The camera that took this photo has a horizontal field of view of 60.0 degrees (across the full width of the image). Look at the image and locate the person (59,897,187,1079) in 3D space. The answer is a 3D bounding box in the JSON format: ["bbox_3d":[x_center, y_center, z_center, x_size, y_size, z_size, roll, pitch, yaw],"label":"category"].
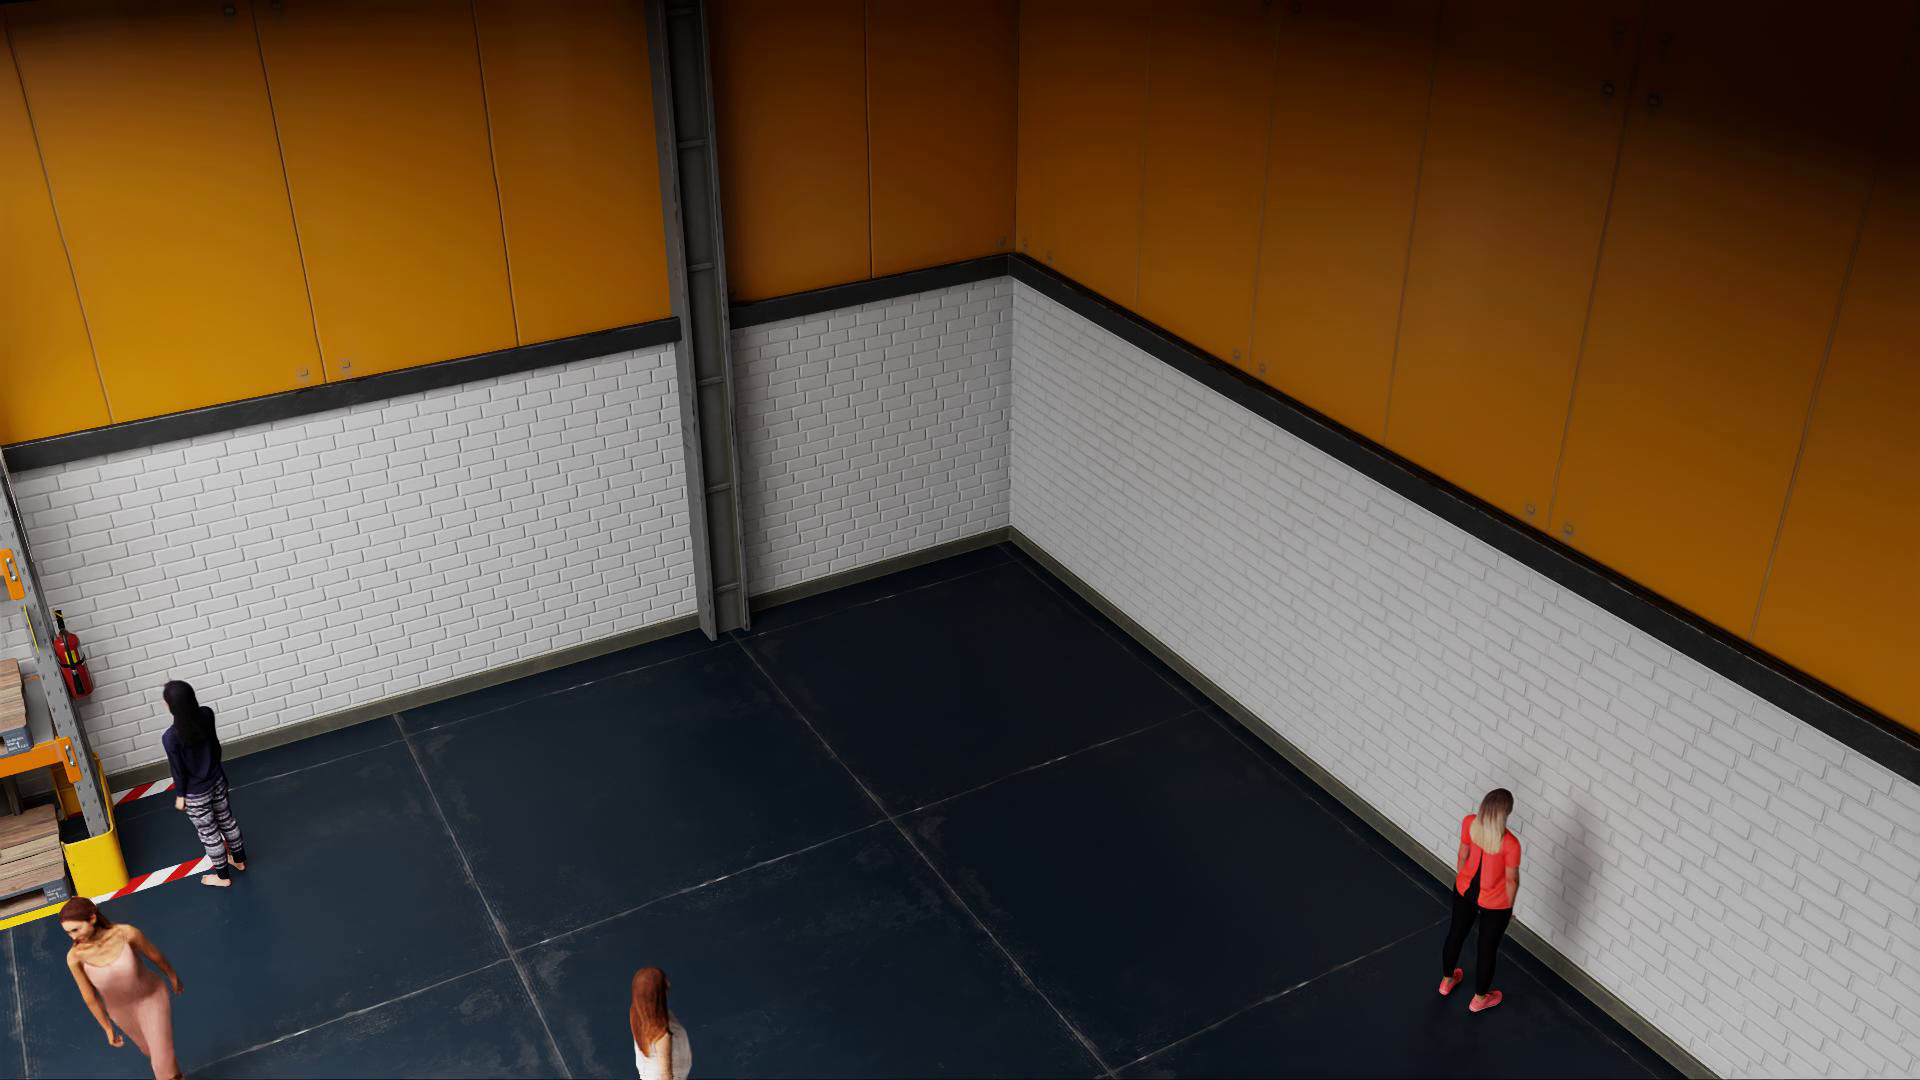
[{"bbox_3d":[-4.907,2.744,9.980,0.875,1.783,0.815,-15,32,-26],"label":"person"}]

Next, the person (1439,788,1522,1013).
[{"bbox_3d":[3.399,2.325,10.844,0.576,1.693,0.620,-21,35,-33],"label":"person"}]

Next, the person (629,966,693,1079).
[{"bbox_3d":[-1.757,3.115,9.396,1.050,1.692,0.605,-17,33,-28],"label":"person"}]

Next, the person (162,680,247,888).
[{"bbox_3d":[-5.424,1.724,11.902,0.739,1.734,0.662,10,30,17],"label":"person"}]
